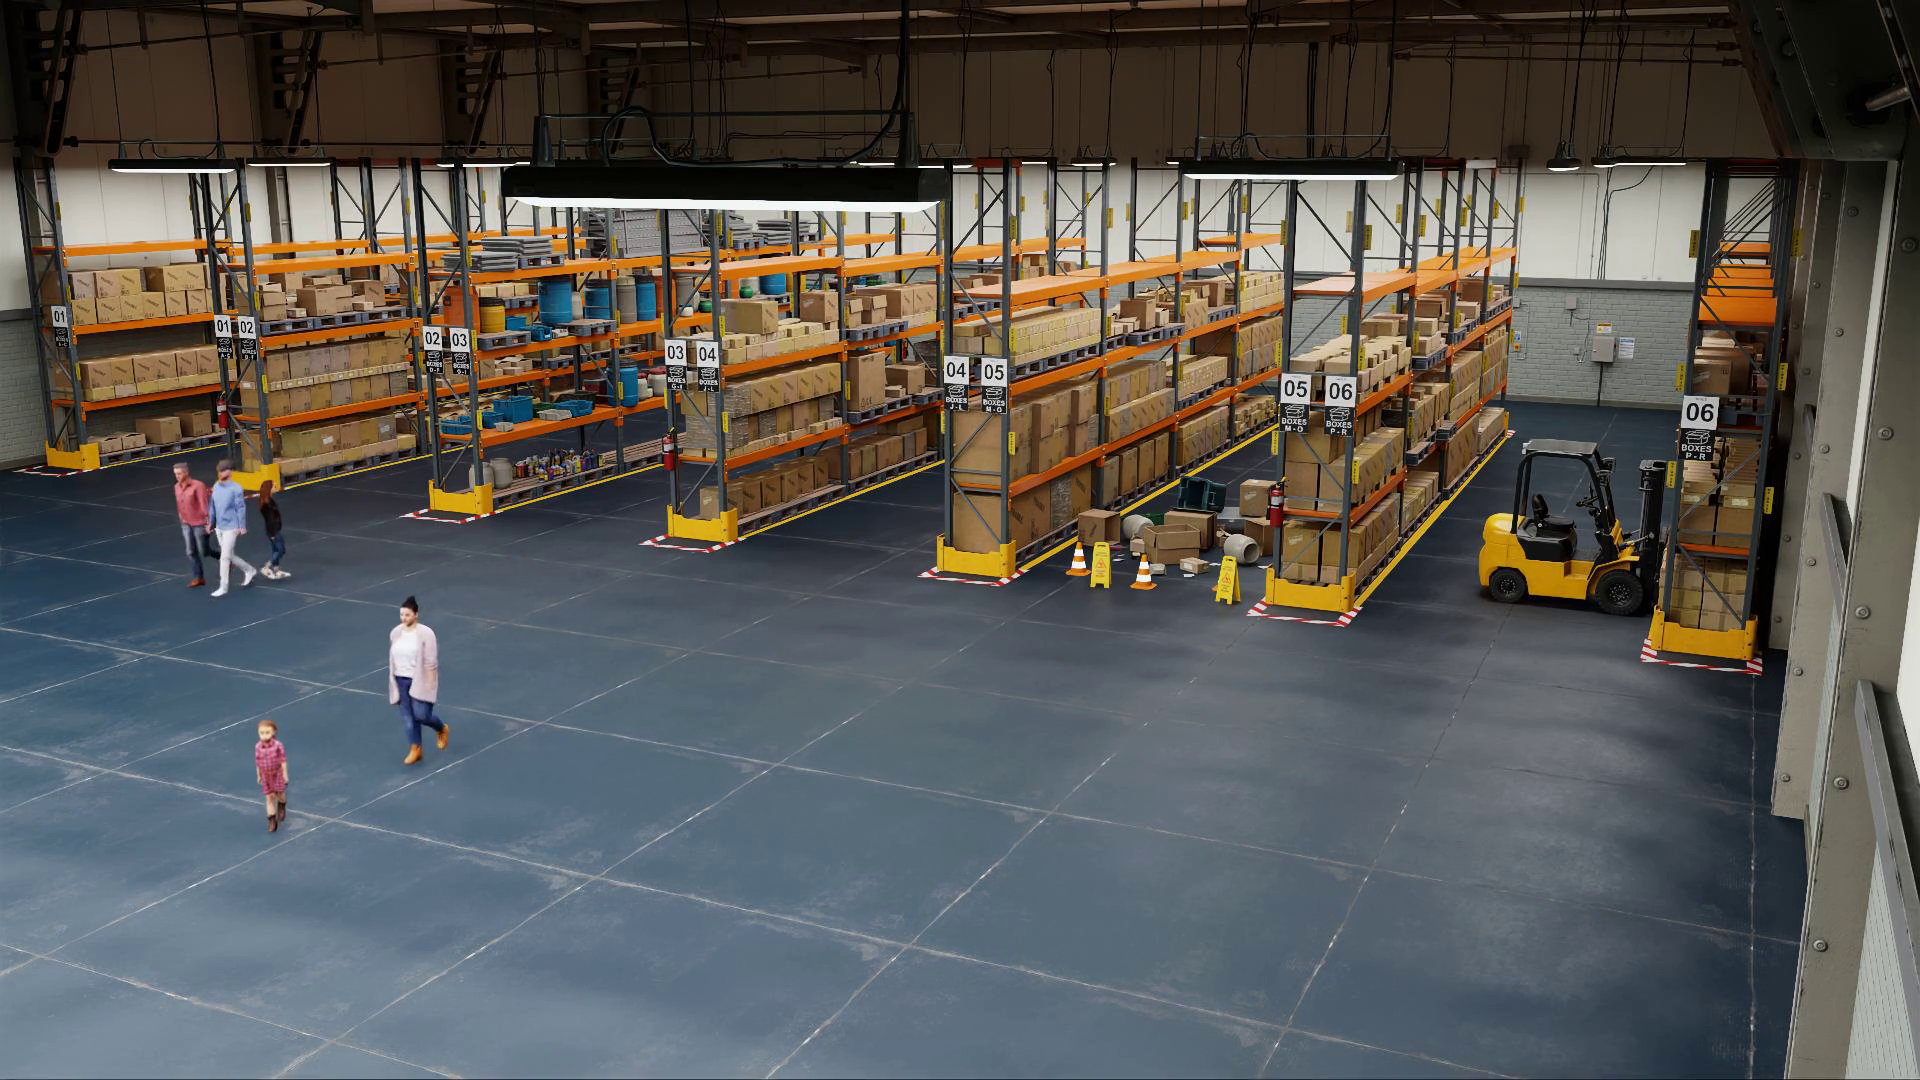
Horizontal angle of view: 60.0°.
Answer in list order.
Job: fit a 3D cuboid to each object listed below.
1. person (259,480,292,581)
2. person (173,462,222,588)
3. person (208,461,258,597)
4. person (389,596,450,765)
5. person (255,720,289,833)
[{"bbox_3d":[-10.017,-0.138,24.089,0.776,1.475,0.717,-7,15,-27],"label":"person"},{"bbox_3d":[-10.885,-0.246,23.822,0.757,1.808,0.928,4,14,16],"label":"person"},{"bbox_3d":[-10.294,-0.198,23.492,0.651,1.863,1.104,6,15,26],"label":"person"},{"bbox_3d":[-5.486,1.398,16.891,0.711,1.730,0.826,4,14,18],"label":"person"},{"bbox_3d":[-6.318,2.132,15.323,0.675,1.008,0.775,-3,13,-12],"label":"person"}]
